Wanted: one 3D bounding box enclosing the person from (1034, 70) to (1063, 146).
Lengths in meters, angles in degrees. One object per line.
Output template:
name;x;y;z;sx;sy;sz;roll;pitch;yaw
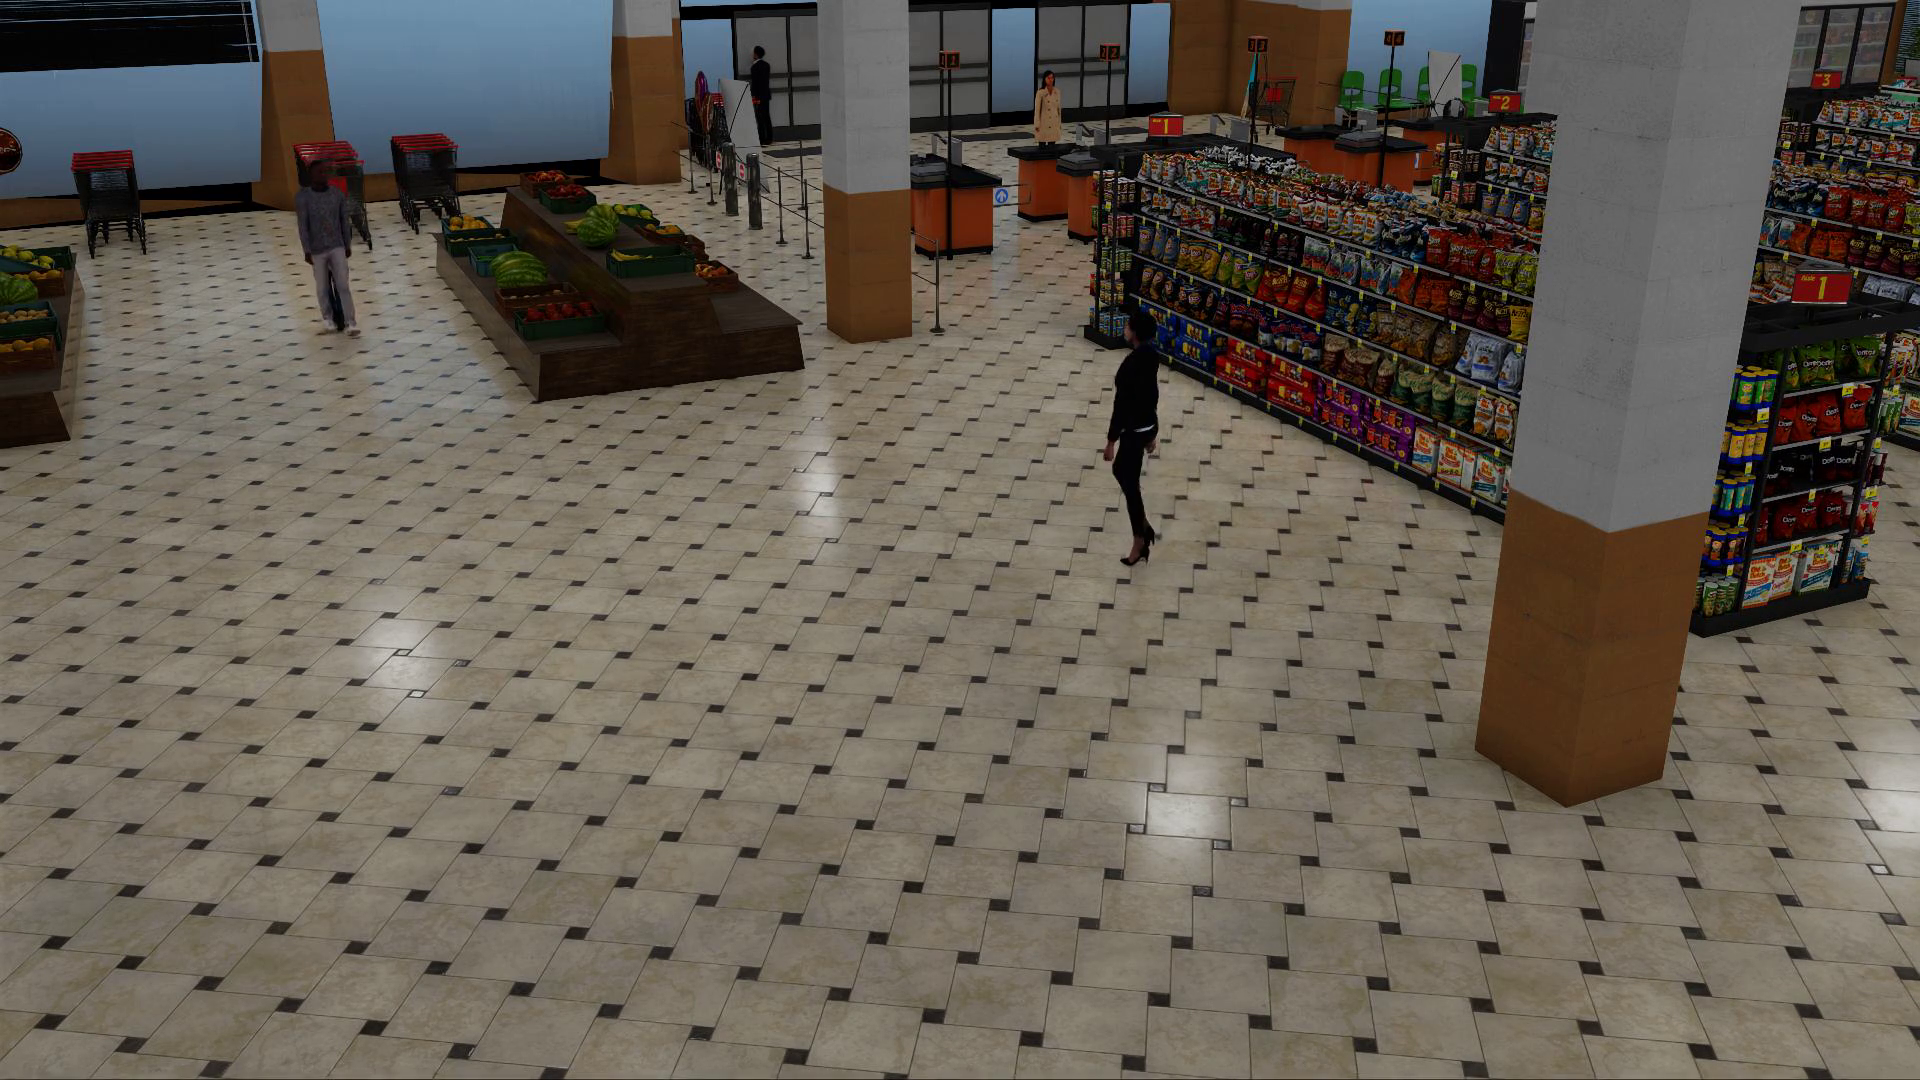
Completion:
person;1.386;-6.568;26.326;0.641;1.682;0.511;-10;24;-24

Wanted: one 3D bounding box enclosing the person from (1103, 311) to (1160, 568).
person;1.285;-0.656;11.421;0.767;1.825;0.721;12;25;27

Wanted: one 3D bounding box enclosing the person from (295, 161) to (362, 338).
person;-6.643;-3.025;17.364;0.776;1.791;1.181;-13;25;-30

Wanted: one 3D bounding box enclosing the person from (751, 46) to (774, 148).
person;-3.511;-7.877;29.529;0.730;1.723;0.708;12;25;26
